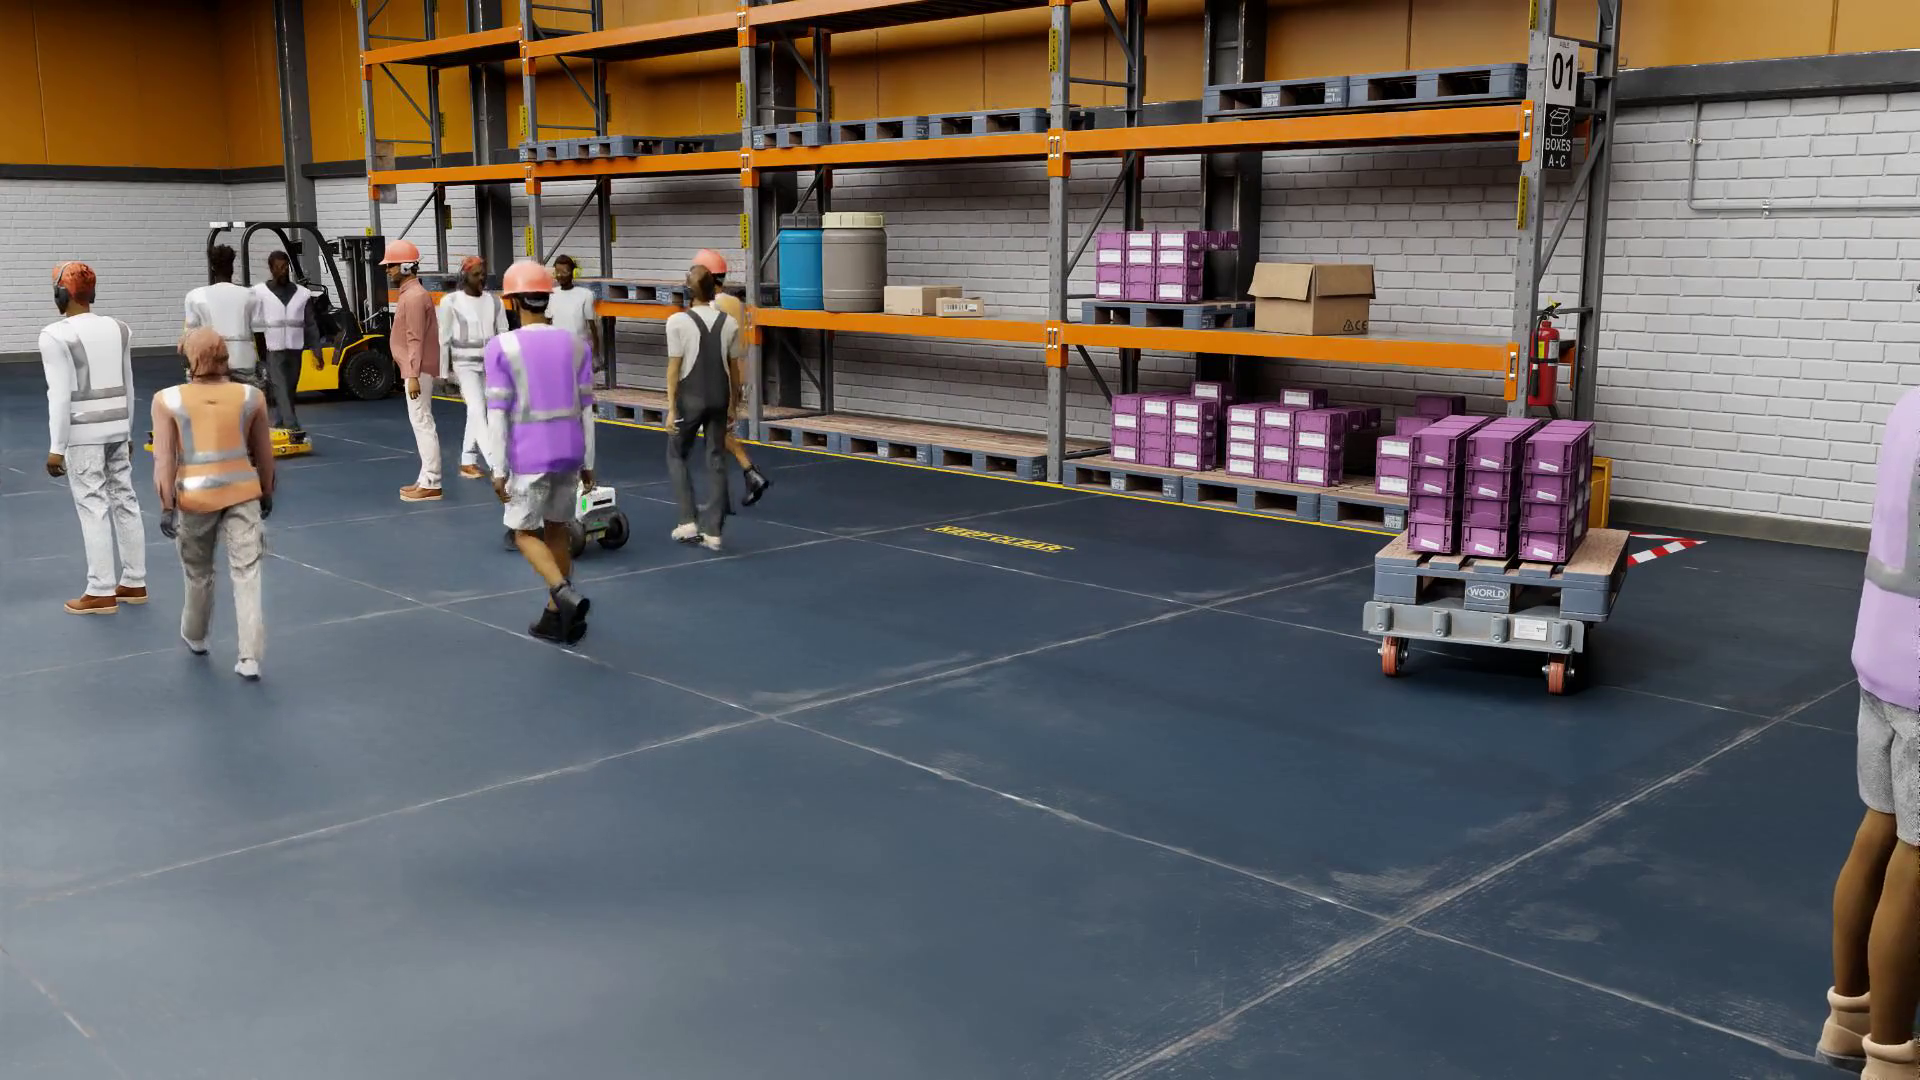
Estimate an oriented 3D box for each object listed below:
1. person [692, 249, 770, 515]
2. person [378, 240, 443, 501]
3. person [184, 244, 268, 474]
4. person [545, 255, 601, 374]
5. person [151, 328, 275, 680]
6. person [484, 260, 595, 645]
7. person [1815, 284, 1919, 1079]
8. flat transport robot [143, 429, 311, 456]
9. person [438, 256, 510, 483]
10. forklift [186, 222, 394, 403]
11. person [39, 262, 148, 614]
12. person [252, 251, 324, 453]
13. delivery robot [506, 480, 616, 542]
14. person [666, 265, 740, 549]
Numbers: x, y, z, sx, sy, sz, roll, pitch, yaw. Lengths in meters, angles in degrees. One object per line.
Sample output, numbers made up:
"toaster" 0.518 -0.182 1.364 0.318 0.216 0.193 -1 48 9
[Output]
"person" -1.716 -1.124 11.994 0.494 1.920 0.573 5 11 23
"person" -4.193 -1.292 12.746 0.408 1.986 0.617 -4 11 -19
"person" -6.066 -1.456 13.742 0.625 1.946 0.637 -6 12 -31
"person" -3.646 -1.707 15.416 0.494 1.838 0.872 4 11 19
"person" -3.462 -0.183 7.734 0.543 1.589 0.844 -7 13 -35
"person" -1.989 -0.395 8.063 0.550 1.913 0.669 -8 13 -39
"person" 2.260 0.320 3.794 0.397 2.043 0.609 3 11 14
"flat transport robot" -6.781 -0.918 15.378 1.431 0.197 0.652 5 11 25
"person" -3.887 -1.383 13.617 0.942 1.839 0.611 9 14 40
"forklift" -8.169 -2.758 20.163 2.313 2.155 1.214 -10 14 -44
"person" -4.659 -0.540 8.927 0.361 1.880 0.574 3 11 16
"person" -6.276 -1.753 15.562 0.982 1.864 0.621 10 14 44
"delivery robot" -2.559 -0.240 10.650 0.707 0.478 0.477 6 12 29
"person" -1.699 -0.863 10.819 0.557 1.826 0.569 -6 12 -32
